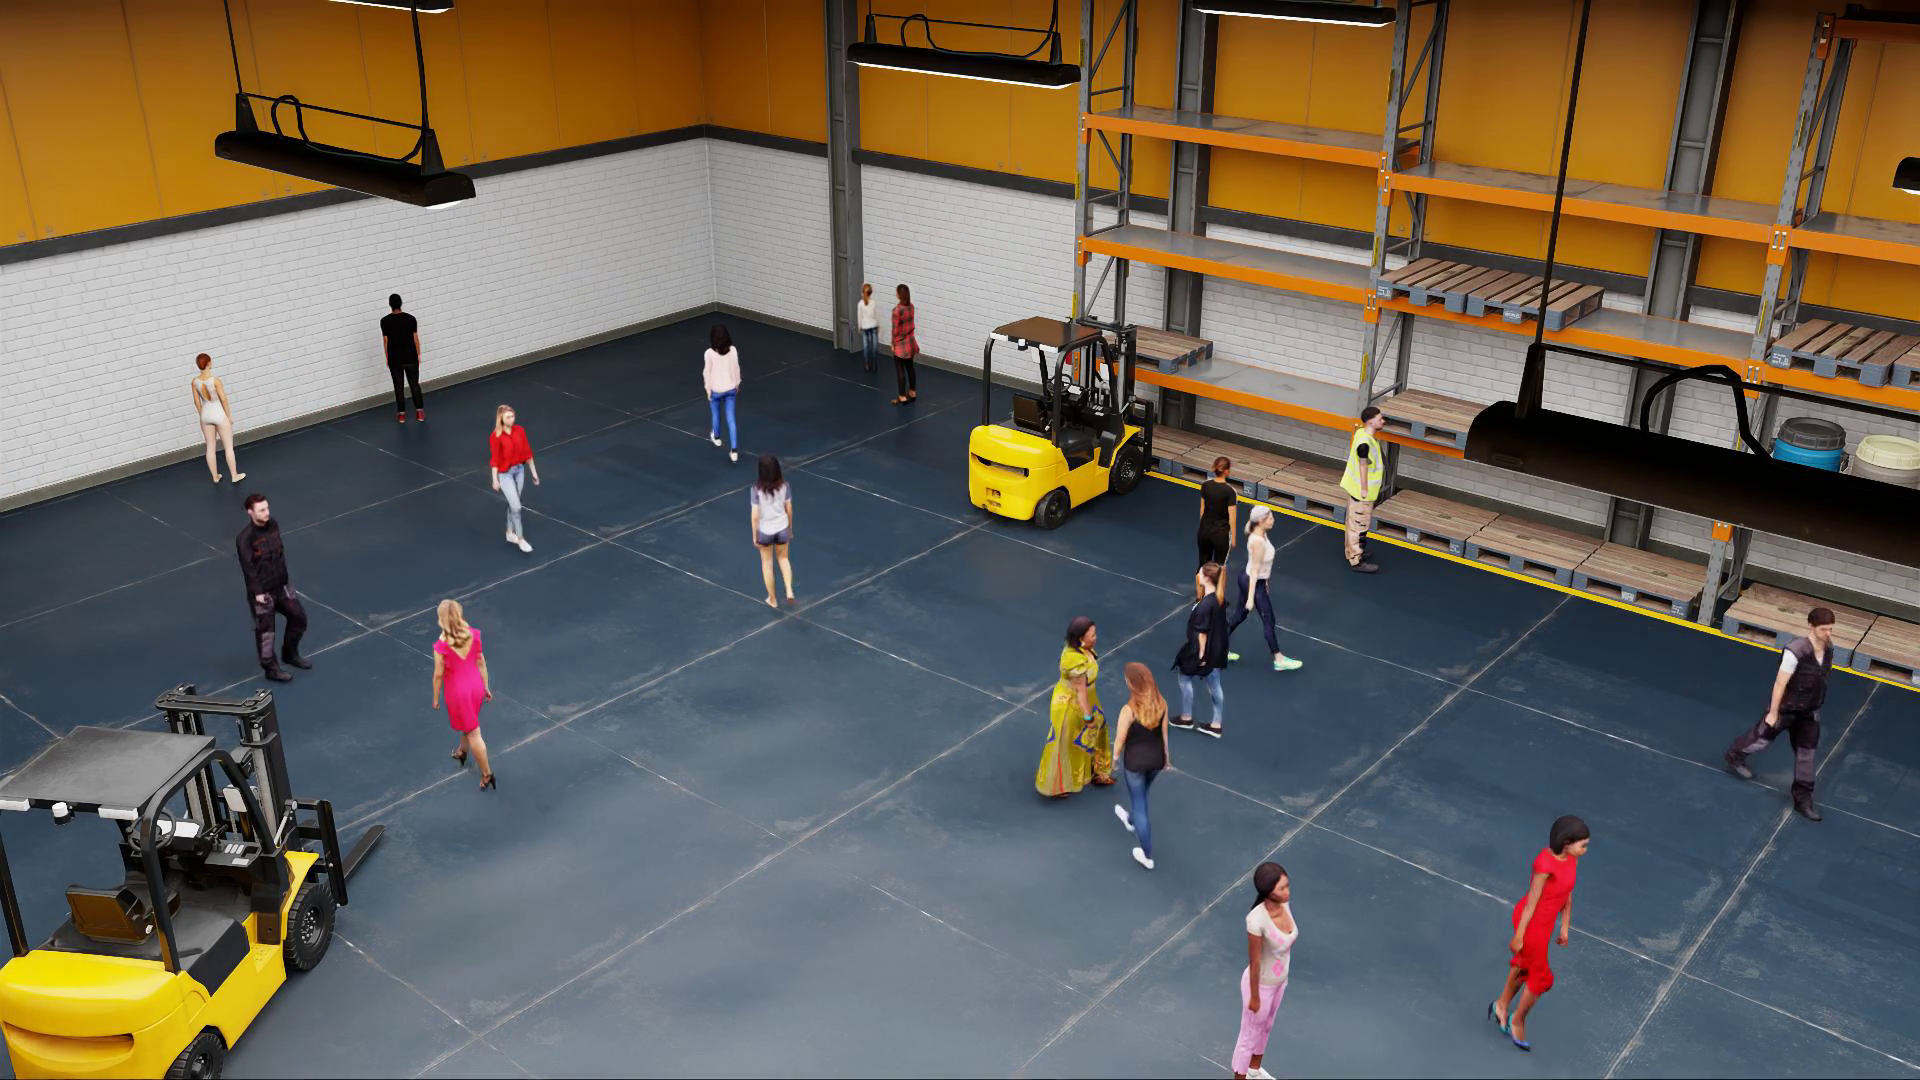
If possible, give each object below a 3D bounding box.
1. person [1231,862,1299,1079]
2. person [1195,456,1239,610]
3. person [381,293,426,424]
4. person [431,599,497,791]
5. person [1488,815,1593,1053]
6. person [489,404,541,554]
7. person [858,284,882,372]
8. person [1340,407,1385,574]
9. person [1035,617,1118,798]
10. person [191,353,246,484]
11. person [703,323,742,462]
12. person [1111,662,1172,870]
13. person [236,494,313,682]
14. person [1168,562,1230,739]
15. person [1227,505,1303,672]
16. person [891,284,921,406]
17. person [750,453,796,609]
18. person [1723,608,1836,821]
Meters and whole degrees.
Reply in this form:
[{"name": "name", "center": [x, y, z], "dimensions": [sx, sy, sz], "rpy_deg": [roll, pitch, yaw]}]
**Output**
[{"name": "person", "center": [1.909, 2.781, 10.454], "dimensions": [0.519, 1.740, 0.585], "rpy_deg": [17, 29, 33]}, {"name": "person", "center": [2.616, -0.069, 17.061], "dimensions": [0.457, 1.669, 0.638], "rpy_deg": [20, 31, 38]}, {"name": "person", "center": [-7.510, -2.457, 22.414], "dimensions": [0.703, 1.756, 0.710], "rpy_deg": [-9, 25, -20]}, {"name": "person", "center": [-4.068, 1.323, 13.839], "dimensions": [0.911, 1.700, 0.582], "rpy_deg": [19, 30, 37]}, {"name": "person", "center": [3.747, 2.539, 11.034], "dimensions": [0.652, 1.718, 0.662], "rpy_deg": [-17, 29, -34]}, {"name": "person", "center": [-5.053, -0.732, 18.560], "dimensions": [0.790, 1.683, 0.636], "rpy_deg": [16, 29, 33]}, {"name": "person", "center": [-1.323, -3.121, 24.489], "dimensions": [0.594, 1.312, 0.656], "rpy_deg": [-1, 24, -2]}, {"name": "person", "center": [4.376, -0.575, 17.998], "dimensions": [0.891, 1.847, 0.846], "rpy_deg": [3, 24, 7]}, {"name": "person", "center": [0.861, 1.392, 13.760], "dimensions": [1.106, 1.637, 1.031], "rpy_deg": [3, 24, 8]}, {"name": "person", "center": [-9.123, -1.490, 20.344], "dimensions": [0.590, 1.644, 0.670], "rpy_deg": [0, 24, 1]}, {"name": "person", "center": [-2.969, -1.827, 21.026], "dimensions": [1.044, 1.714, 1.271], "rpy_deg": [-8, 25, -19]}, {"name": "person", "center": [1.453, 1.770, 12.835], "dimensions": [0.811, 1.685, 1.030], "rpy_deg": [-12, 26, -25]}, {"name": "person", "center": [-6.554, 0.440, 15.612], "dimensions": [0.754, 1.897, 0.767], "rpy_deg": [10, 25, 21]}, {"name": "person", "center": [2.260, 0.990, 14.643], "dimensions": [0.709, 1.665, 0.618], "rpy_deg": [18, 29, 35]}, {"name": "person", "center": [2.719, 0.464, 15.856], "dimensions": [1.178, 1.659, 1.005], "rpy_deg": [3, 24, 7]}, {"name": "person", "center": [-0.776, -2.723, 23.091], "dimensions": [0.579, 1.702, 0.639], "rpy_deg": [14, 27, 30]}, {"name": "person", "center": [-1.877, -0.050, 16.952], "dimensions": [0.767, 1.723, 0.882], "rpy_deg": [-11, 26, -23]}, {"name": "person", "center": [6.795, 1.328, 13.711], "dimensions": [1.107, 1.793, 1.331], "rpy_deg": [-8, 25, -18]}]
